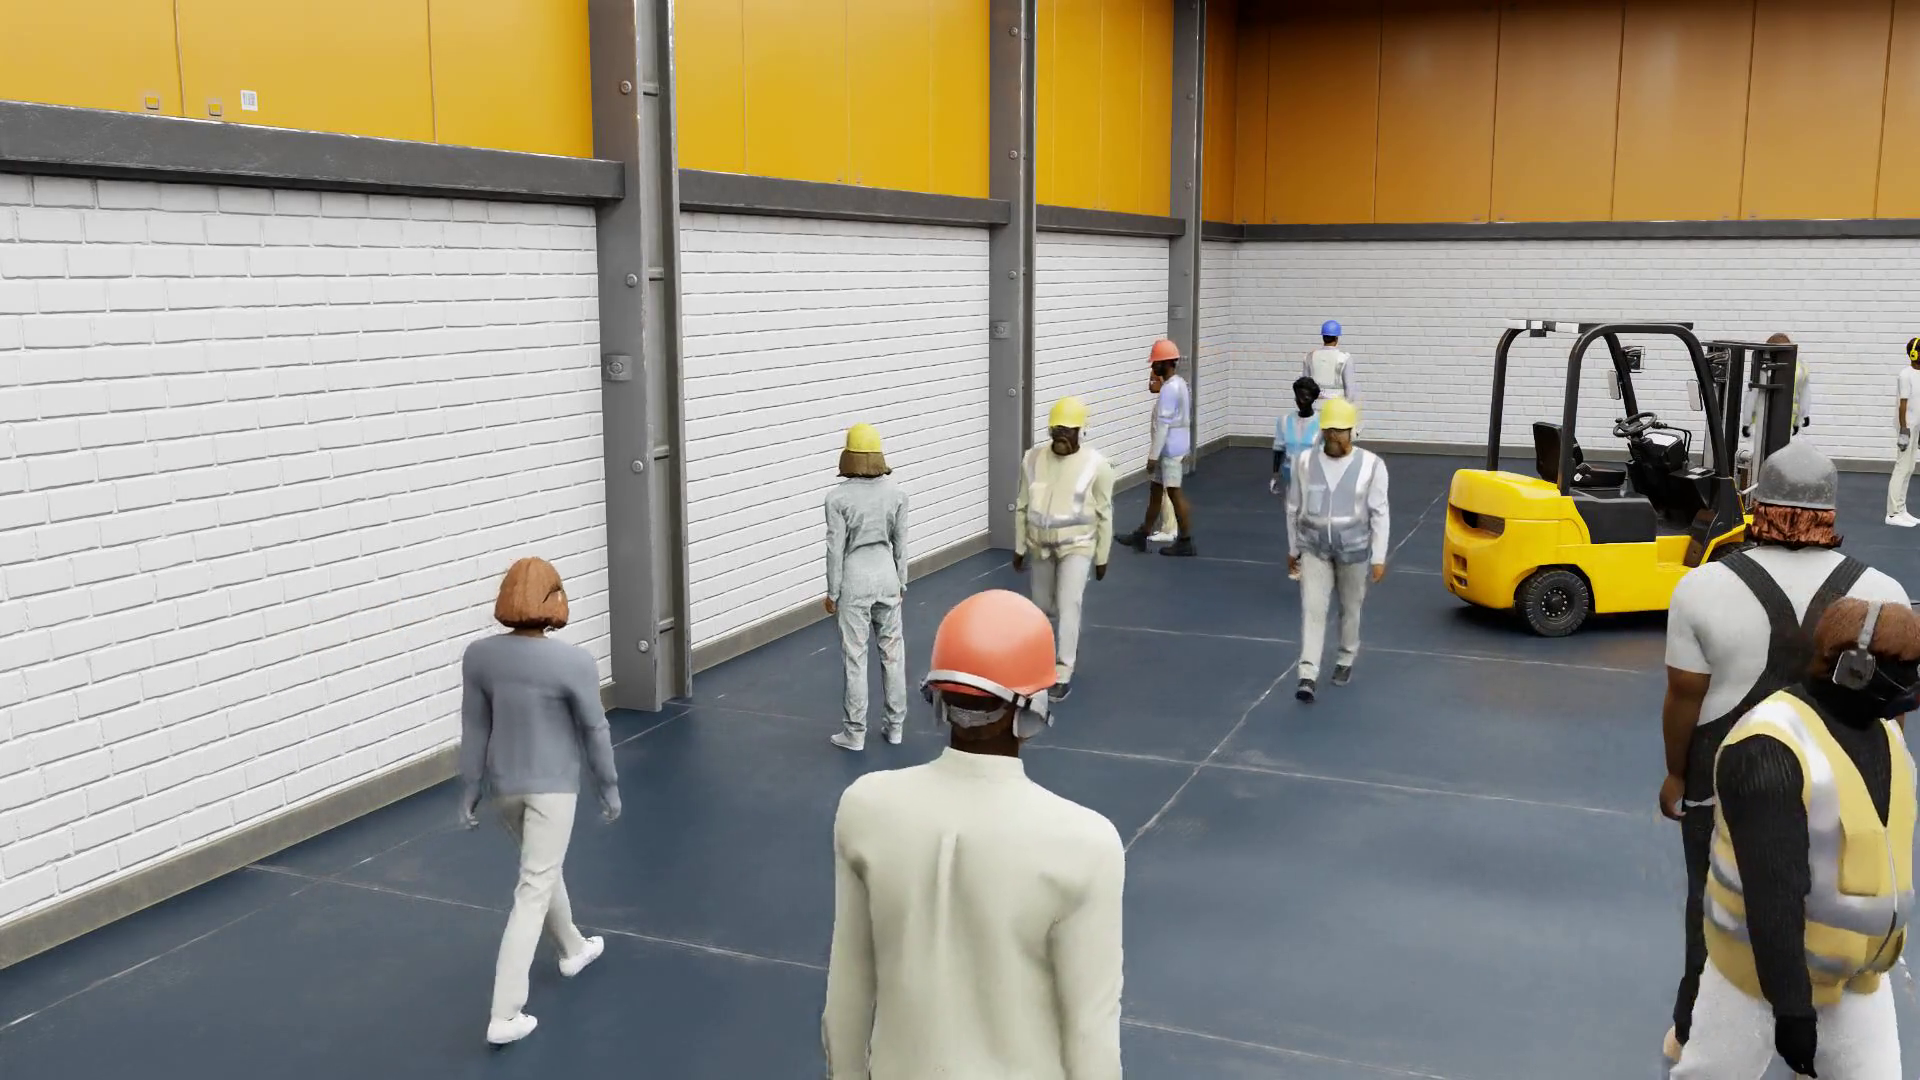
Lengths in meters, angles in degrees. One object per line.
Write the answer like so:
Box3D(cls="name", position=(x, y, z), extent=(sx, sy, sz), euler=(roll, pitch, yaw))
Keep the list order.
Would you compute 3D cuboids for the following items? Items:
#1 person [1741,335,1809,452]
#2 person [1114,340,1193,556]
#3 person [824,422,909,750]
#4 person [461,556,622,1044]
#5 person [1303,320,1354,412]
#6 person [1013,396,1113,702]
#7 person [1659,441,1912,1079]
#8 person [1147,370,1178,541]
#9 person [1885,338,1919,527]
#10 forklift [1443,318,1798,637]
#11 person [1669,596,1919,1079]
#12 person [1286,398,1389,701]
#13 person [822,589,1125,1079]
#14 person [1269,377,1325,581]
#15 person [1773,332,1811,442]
Box3D(cls="person", position=(8.654, -1.265, 17.728), extent=(0.645, 1.840, 0.451), euler=(1, 9, 4))
Box3D(cls="person", position=(1.718, -0.801, 14.673), extent=(0.783, 1.910, 0.572), euler=(2, 10, 14))
Box3D(cls="person", position=(-0.503, 0.246, 8.852), extent=(0.485, 1.744, 0.294), euler=(-5, 11, -29))
Box3D(cls="person", position=(-1.439, 0.845, 5.679), extent=(0.517, 1.587, 0.850), euler=(3, 10, 18))
Box3D(cls="person", position=(4.191, -1.521, 18.936), extent=(0.602, 1.949, 0.395), euler=(6, 11, 32))
Box3D(cls="person", position=(0.644, 0.023, 10.024), extent=(0.589, 1.805, 0.747), euler=(5, 11, 28))
Box3D(cls="person", position=(2.528, 0.701, 5.196), extent=(0.685, 2.000, 0.538), euler=(2, 10, 15))
Box3D(cls="person", position=(1.899, -0.805, 15.550), extent=(0.283, 1.631, 0.503), euler=(4, 10, 23))
Box3D(cls="person", position=(9.410, -1.069, 16.439), extent=(0.321, 1.871, 0.532), euler=(9, 13, 44))
Box3D(cls="forklift", position=(4.706, -0.497, 11.990), extent=(2.313, 2.155, 1.214), euler=(-2, 10, -10))
Box3D(cls="person", position=(2.068, 1.034, 3.920), extent=(0.646, 1.785, 0.970), euler=(-5, 10, -26))
Box3D(cls="person", position=(2.232, 0.053, 9.900), extent=(0.619, 1.780, 0.918), euler=(4, 10, 21))
Box3D(cls="person", position=(-0.016, 1.080, 3.151), extent=(0.628, 1.966, 0.877), euler=(4, 10, 23))
Box3D(cls="person", position=(2.767, -0.473, 13.397), extent=(0.535, 1.684, 0.512), euler=(8, 13, 42))
Box3D(cls="person", position=(9.176, -1.414, 18.662), extent=(0.654, 1.824, 0.722), euler=(6, 11, 34))
